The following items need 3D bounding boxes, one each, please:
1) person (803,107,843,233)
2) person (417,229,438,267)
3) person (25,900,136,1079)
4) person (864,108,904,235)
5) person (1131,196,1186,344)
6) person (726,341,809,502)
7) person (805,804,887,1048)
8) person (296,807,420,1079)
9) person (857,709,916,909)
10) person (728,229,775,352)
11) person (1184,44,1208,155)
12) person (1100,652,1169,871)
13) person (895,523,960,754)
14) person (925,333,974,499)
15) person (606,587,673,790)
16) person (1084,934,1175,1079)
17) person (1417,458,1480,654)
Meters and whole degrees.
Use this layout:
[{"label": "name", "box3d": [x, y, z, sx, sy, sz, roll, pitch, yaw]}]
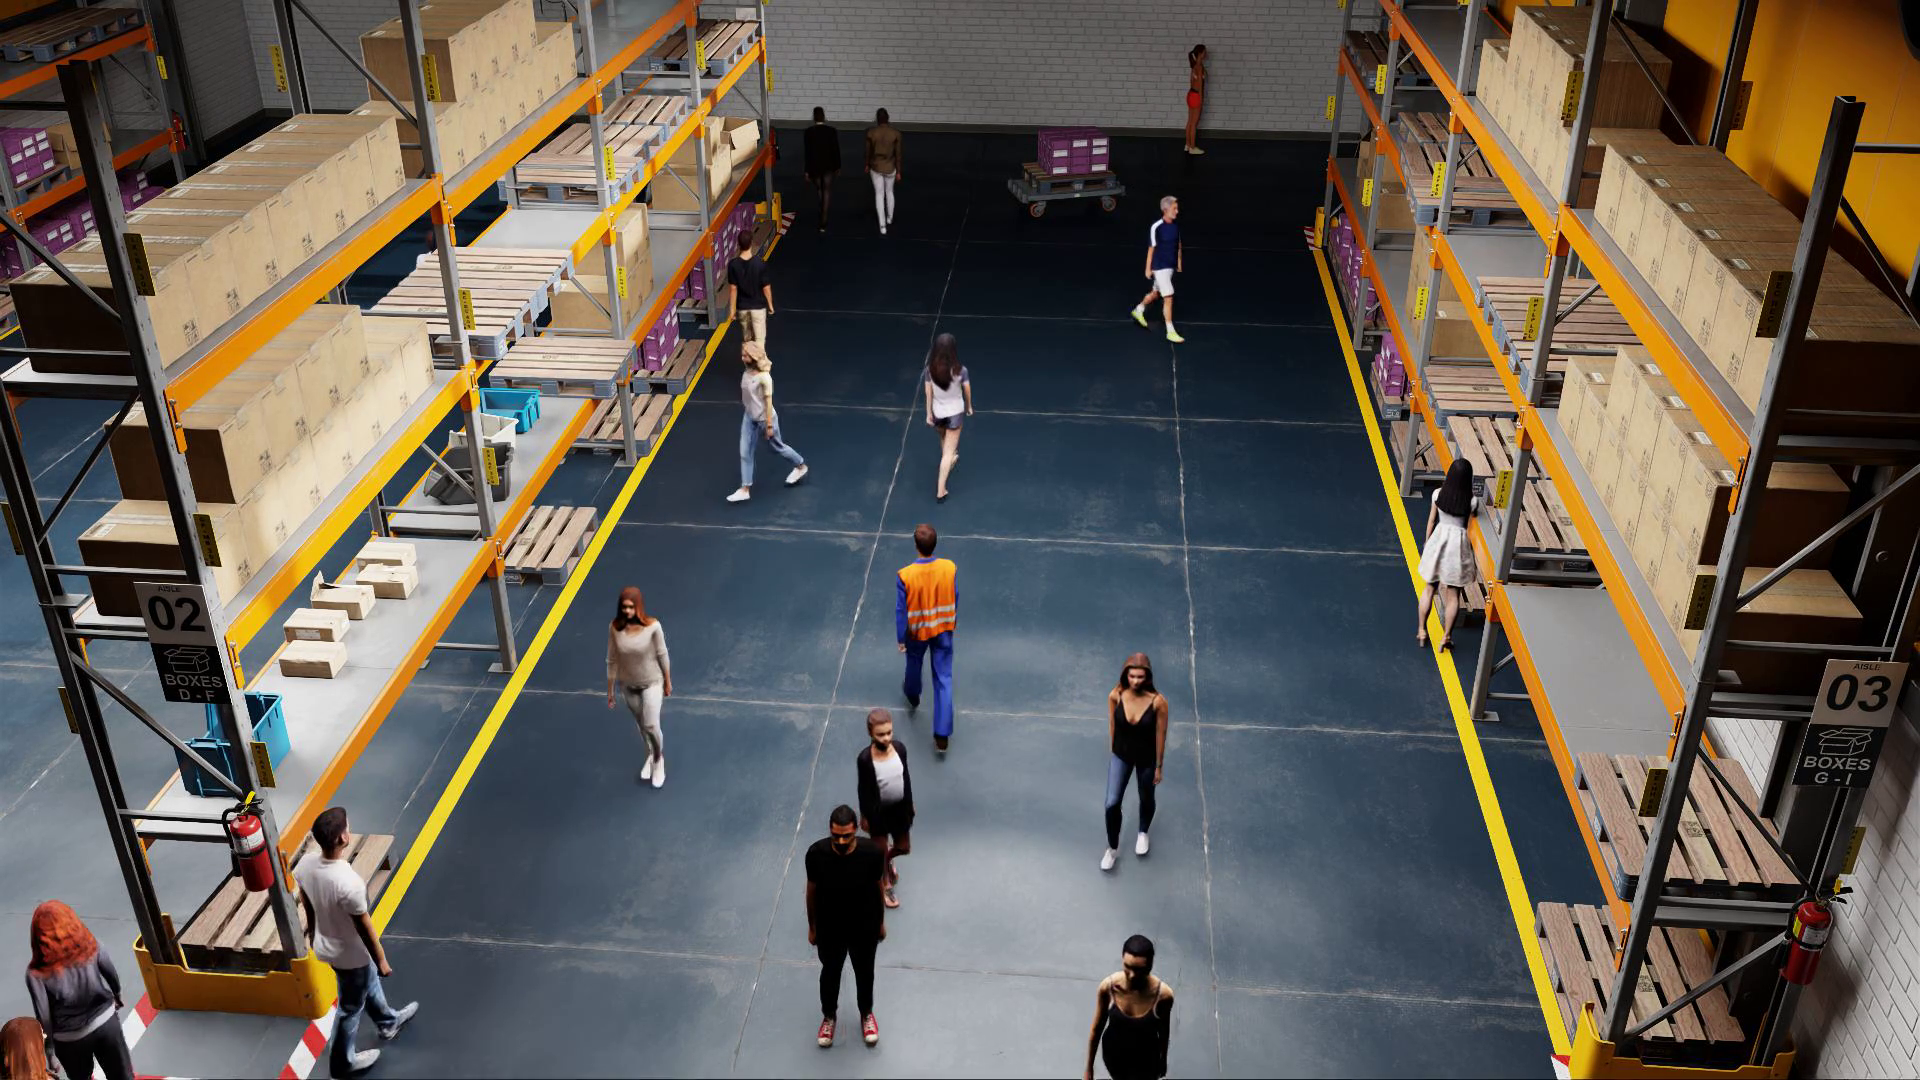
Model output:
[{"label": "person", "box3d": [-1.994, -5.343, 24.195, 0.846, 1.752, 1.214, -2, 29, -4]}, {"label": "person", "box3d": [-6.036, -2.625, 19.159, 0.883, 1.802, 1.260, 9, 30, 16]}, {"label": "person", "box3d": [-4.822, 2.811, 9.257, 1.037, 1.741, 1.085, -23, 36, -35]}, {"label": "person", "box3d": [-1.119, -5.307, 24.093, 0.885, 1.786, 1.201, -3, 29, -6]}, {"label": "person", "box3d": [2.446, -3.382, 20.552, 1.171, 1.797, 1.199, -25, 38, -38]}, {"label": "person", "box3d": [-1.898, -1.209, 16.696, 1.227, 1.676, 1.182, -20, 35, -32]}, {"label": "person", "box3d": [-0.687, 2.327, 10.129, 0.668, 1.756, 0.593, -3, 29, -5]}, {"label": "person", "box3d": [-3.709, 2.454, 9.824, 0.961, 1.826, 1.070, 21, 35, 33]}, {"label": "person", "box3d": [-0.537, 1.775, 11.356, 0.689, 1.550, 0.757, -12, 31, -20]}, {"label": "person", "box3d": [-2.401, -2.630, 19.144, 0.647, 1.826, 1.151, 2, 29, 4]}, {"label": "person", "box3d": [3.955, -7.423, 27.967, 0.685, 1.791, 0.566, -5, 29, -9]}, {"label": "person", "box3d": [1.264, 1.486, 11.730, 0.661, 1.700, 0.795, 7, 29, 13]}, {"label": "person", "box3d": [-0.209, 0.781, 12.904, 0.979, 1.813, 1.329, -7, 29, -13]}, {"label": "person", "box3d": [-0.141, -1.219, 16.740, 0.759, 1.650, 1.171, 8, 30, 14]}, {"label": "person", "box3d": [-2.385, 1.029, 12.570, 0.614, 1.697, 0.602, 5, 29, 9]}, {"label": "person", "box3d": [0.966, 2.843, 9.268, 0.769, 1.676, 1.217, 8, 30, 15]}, {"label": "person", "box3d": [4.158, 0.126, 14.150, 0.768, 1.769, 0.783, 16, 33, 27]}]
